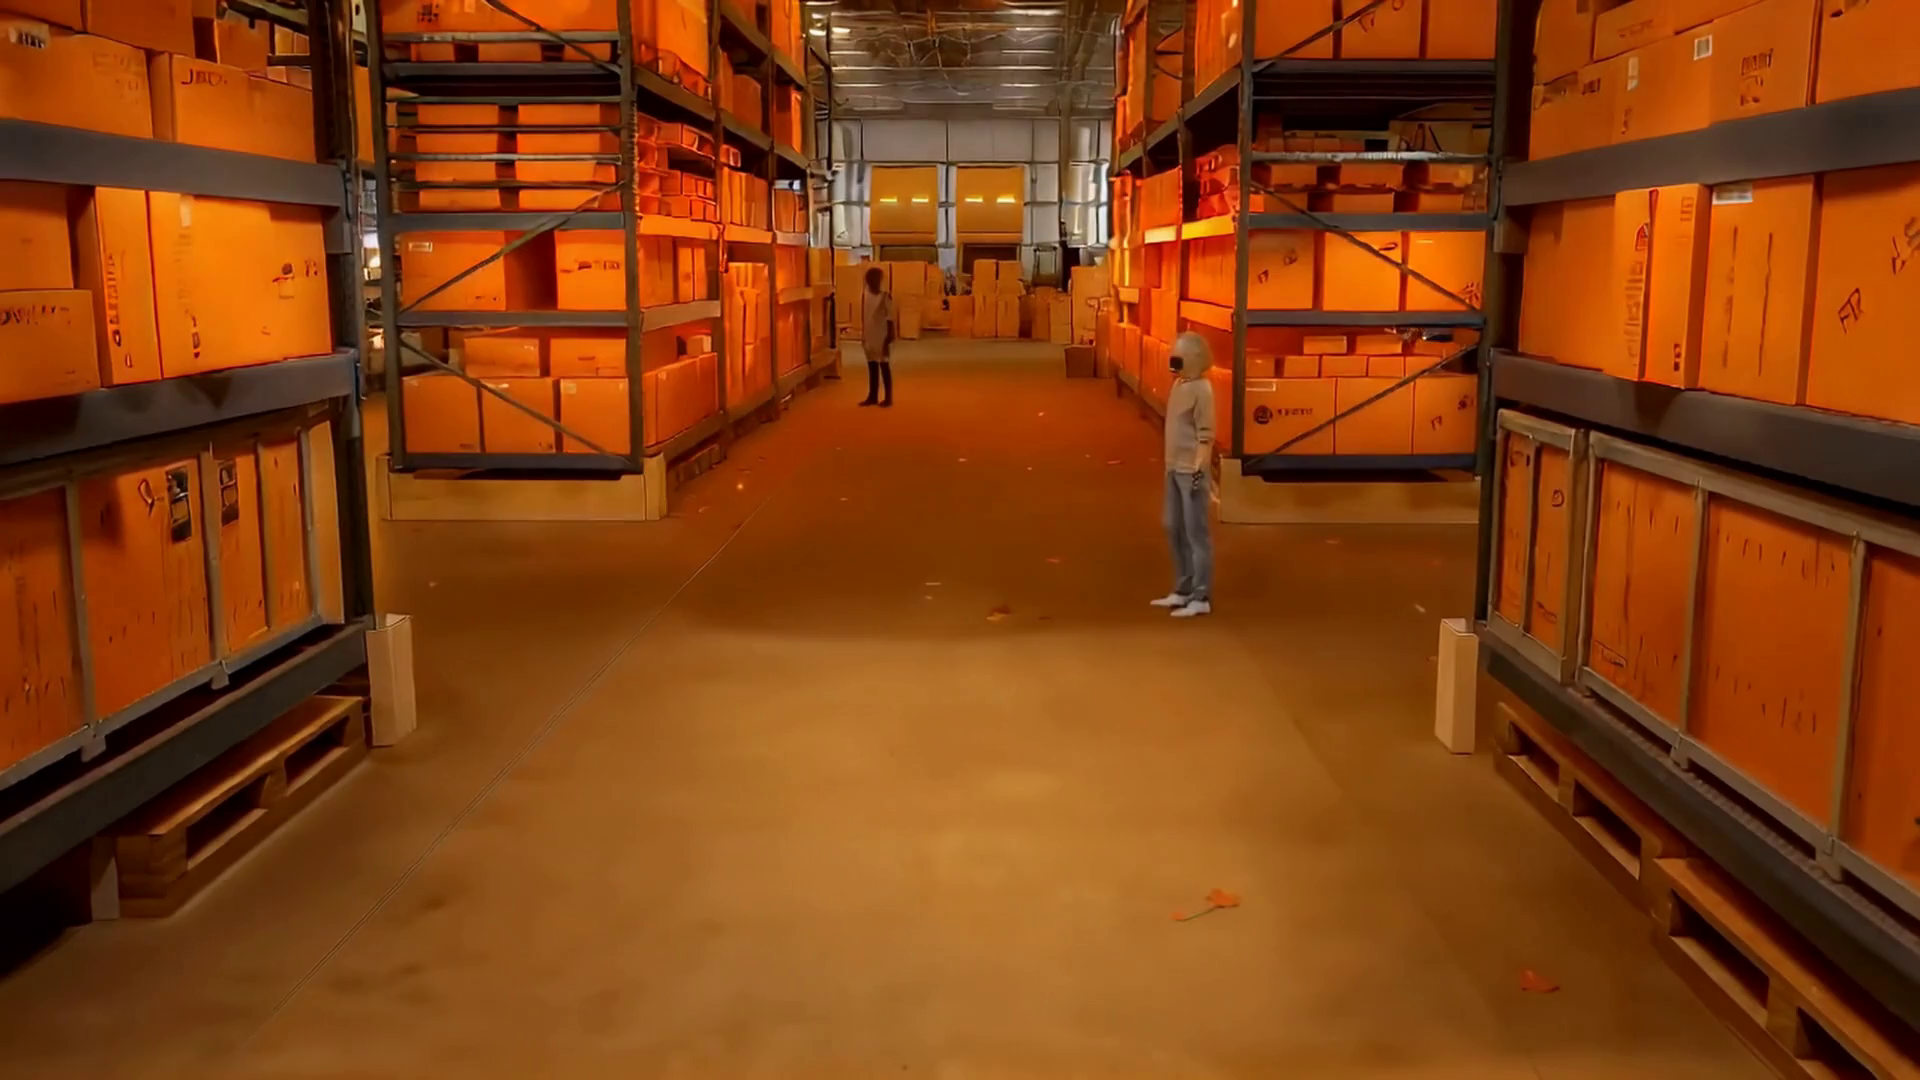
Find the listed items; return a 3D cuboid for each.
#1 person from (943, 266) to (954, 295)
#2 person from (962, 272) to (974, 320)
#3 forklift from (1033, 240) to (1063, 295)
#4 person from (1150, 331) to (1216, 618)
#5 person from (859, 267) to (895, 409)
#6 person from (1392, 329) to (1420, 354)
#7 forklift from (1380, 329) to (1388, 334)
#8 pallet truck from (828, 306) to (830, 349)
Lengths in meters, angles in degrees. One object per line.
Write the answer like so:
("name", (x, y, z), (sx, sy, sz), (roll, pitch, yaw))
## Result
("person", (-0.539, -8.275, 56.054), (0.865, 1.909, 0.635), (-1, 10, -6))
("person", (0.326, -8.656, 58.934), (0.504, 1.688, 0.895), (-5, 11, -26))
("forklift", (3.133, -9.316, 59.367), (1.129, 2.768, 1.873), (0, 9, 1))
("person", (1.295, -0.377, 9.540), (0.275, 1.636, 0.507), (-2, 10, -14))
("person", (-1.147, -2.792, 23.016), (0.367, 1.964, 0.609), (-8, 13, -41))
("person", (8.778, -4.230, 32.675), (0.551, 1.615, 0.388), (4, 10, 24))
("forklift", (8.917, -5.833, 38.504), (1.873, 2.768, 1.129), (0, 9, 0))
("pallet truck", (-3.100, -3.940, 29.800), (1.885, 1.965, 0.823), (3, 10, 19))
